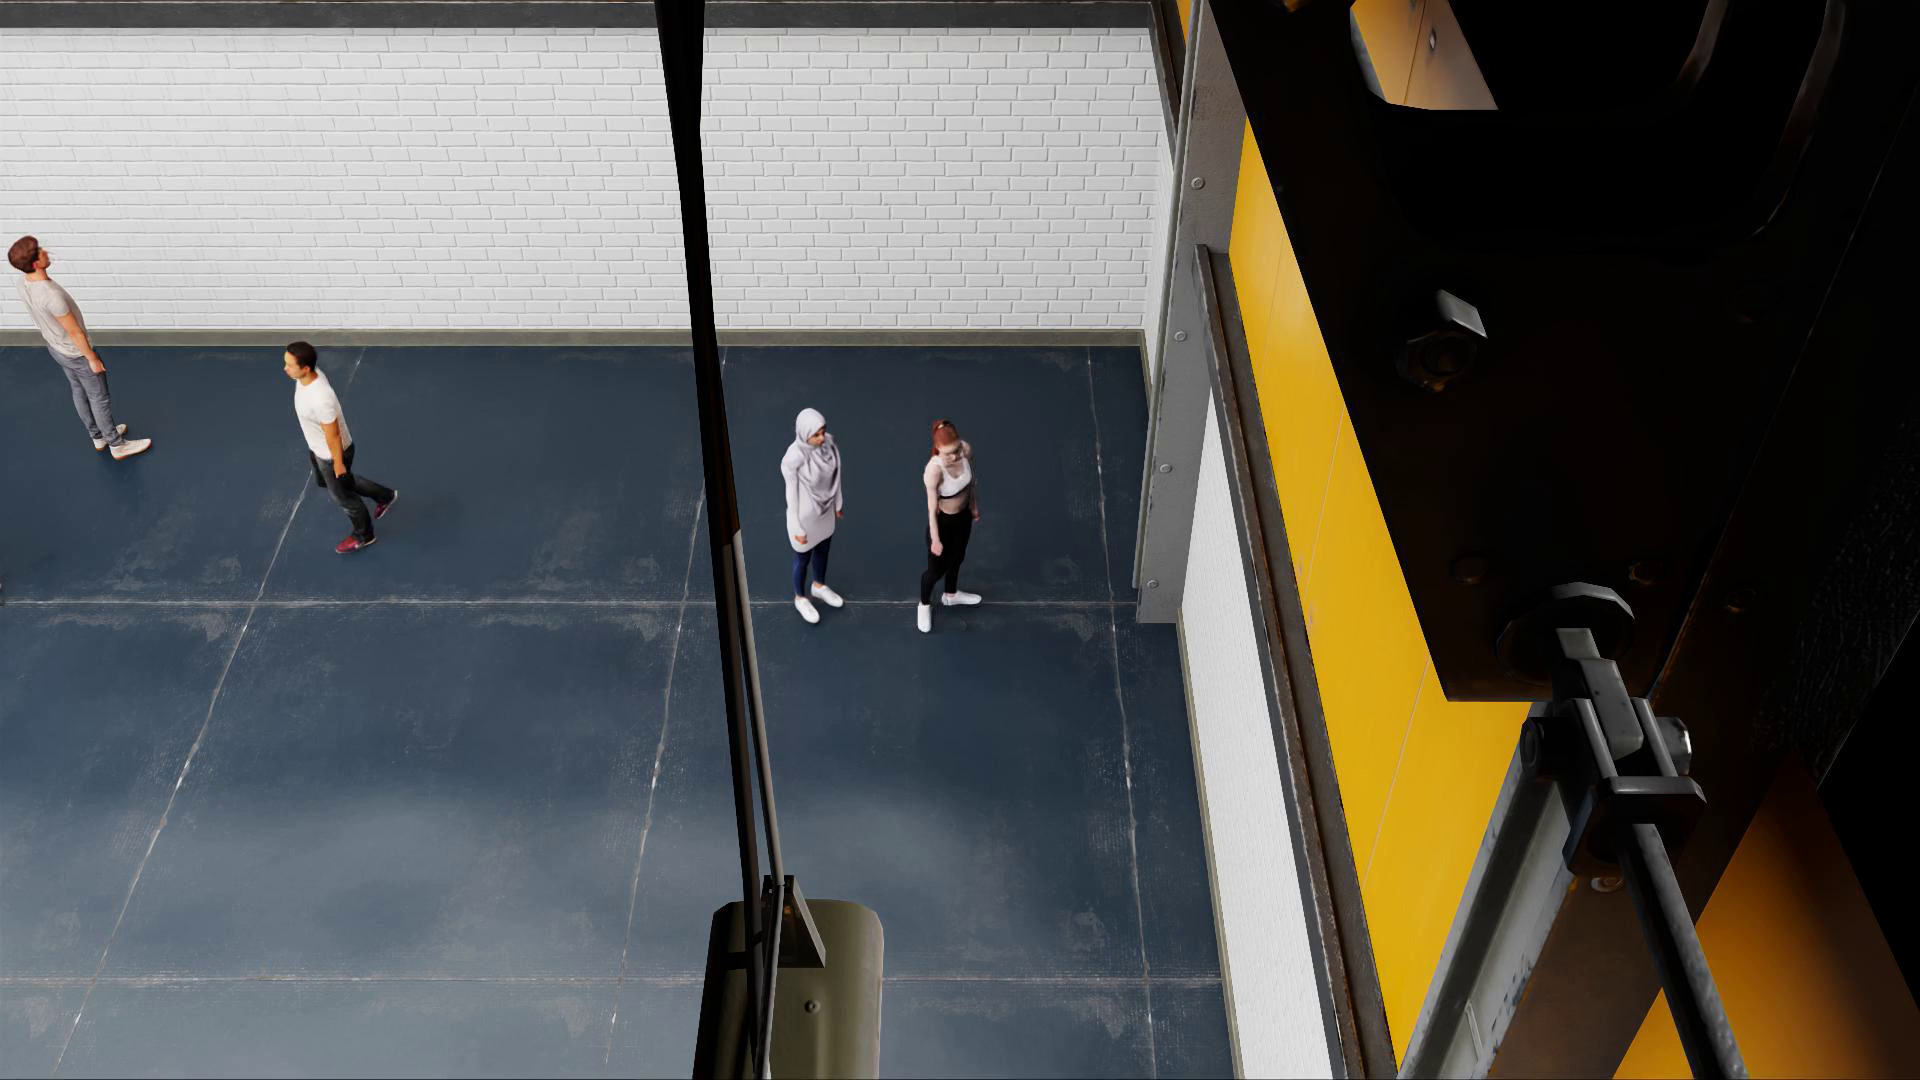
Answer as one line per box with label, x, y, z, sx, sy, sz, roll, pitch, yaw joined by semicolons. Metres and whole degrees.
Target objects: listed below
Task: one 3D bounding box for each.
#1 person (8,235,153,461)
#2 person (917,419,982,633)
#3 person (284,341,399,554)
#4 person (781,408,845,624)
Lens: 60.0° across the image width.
person;-6.523;-1.407;12.212;0.739;1.900;0.762;27;50;25
person;-0.049;-0.146;11.002;0.814;1.745;0.730;21;48;21
person;-4.277;-0.683;11.528;0.912;1.796;0.867;-23;48;-23
person;-0.987;-0.179;11.017;0.702;1.771;0.756;-33;53;-30
